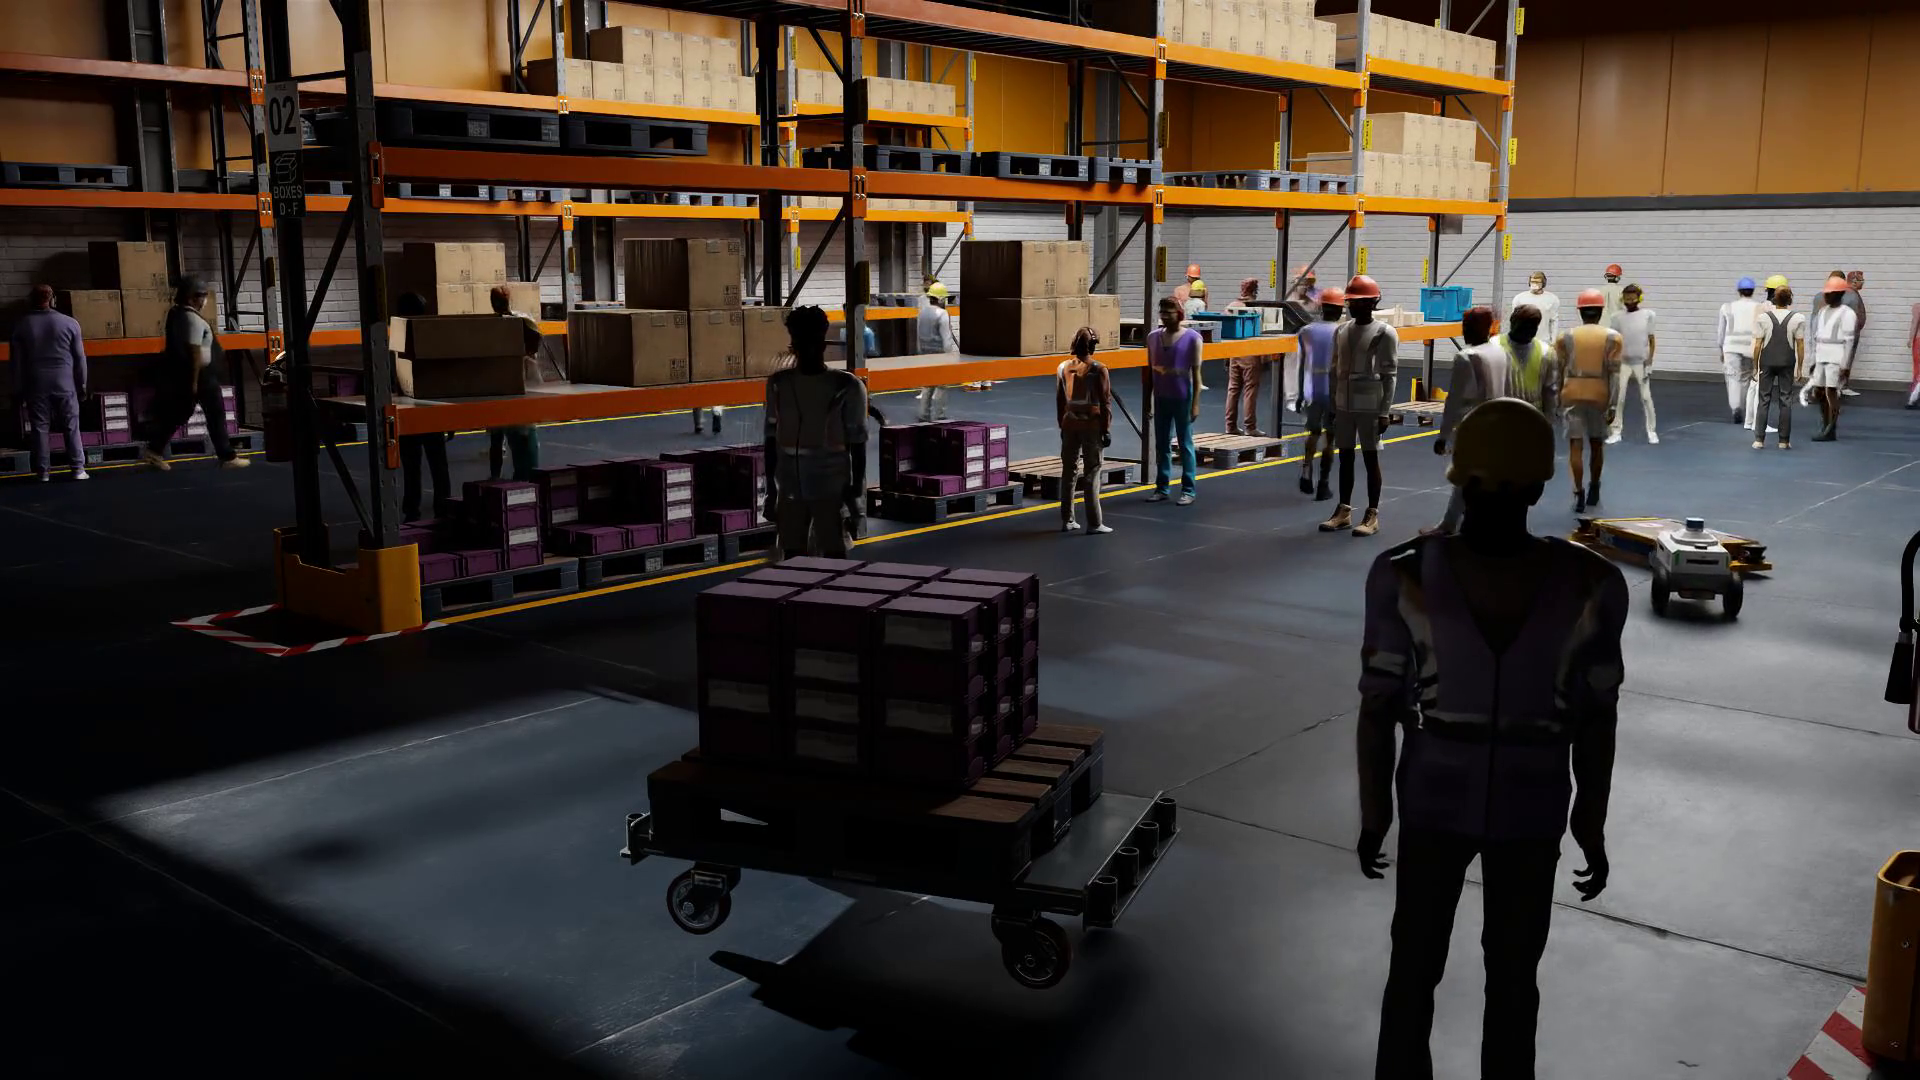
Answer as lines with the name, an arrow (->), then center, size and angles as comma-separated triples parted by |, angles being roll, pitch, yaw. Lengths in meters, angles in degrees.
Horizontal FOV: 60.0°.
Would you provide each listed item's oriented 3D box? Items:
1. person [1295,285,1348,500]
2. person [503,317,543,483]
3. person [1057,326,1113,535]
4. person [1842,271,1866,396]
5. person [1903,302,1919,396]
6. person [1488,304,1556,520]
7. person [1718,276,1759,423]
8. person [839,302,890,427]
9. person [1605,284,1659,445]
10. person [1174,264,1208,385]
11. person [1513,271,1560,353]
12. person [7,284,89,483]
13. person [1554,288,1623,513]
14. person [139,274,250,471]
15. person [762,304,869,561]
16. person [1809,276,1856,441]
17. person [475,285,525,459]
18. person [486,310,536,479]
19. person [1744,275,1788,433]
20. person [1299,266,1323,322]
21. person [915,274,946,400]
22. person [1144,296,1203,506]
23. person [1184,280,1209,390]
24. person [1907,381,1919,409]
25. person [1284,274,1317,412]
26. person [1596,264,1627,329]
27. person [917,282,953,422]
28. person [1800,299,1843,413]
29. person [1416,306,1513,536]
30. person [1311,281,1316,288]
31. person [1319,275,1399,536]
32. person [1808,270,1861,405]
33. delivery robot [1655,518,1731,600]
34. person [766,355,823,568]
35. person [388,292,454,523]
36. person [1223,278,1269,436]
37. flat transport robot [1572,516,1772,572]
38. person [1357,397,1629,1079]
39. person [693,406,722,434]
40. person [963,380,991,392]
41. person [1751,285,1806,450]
person -> 3.283, -1.309, 14.891 | 0.563, 1.920, 0.415 | 6, 12, 33
person -> -3.379, -0.859, 12.893 | 0.448, 1.722, 0.596 | -6, 12, -30
person -> 0.979, -0.860, 13.145 | 0.510, 1.640, 0.308 | 9, 13, 40
person -> 13.685, -3.175, 25.569 | 0.407, 1.906, 0.654 | 2, 10, 10
person -> 14.735, -3.076, 25.405 | 0.527, 1.768, 0.313 | -1, 10, -8
person -> 4.279, -0.906, 12.873 | 0.641, 1.829, 0.465 | -1, 10, -4
person -> 10.150, -2.462, 21.568 | 0.581, 1.897, 0.958 | 3, 10, 16
person -> -1.115, -1.867, 18.773 | 0.532, 1.679, 0.594 | 10, 14, 43
person -> 7.766, -2.017, 19.136 | 0.696, 1.850, 0.514 | 7, 12, 36
person -> 3.811, -3.542, 27.433 | 0.609, 1.986, 0.391 | -3, 10, -15
person -> 7.987, -2.762, 23.131 | 0.628, 1.936, 0.374 | 2, 10, 13
person -> -8.769, -1.500, 16.033 | 0.649, 1.906, 0.401 | -5, 11, -26
person -> 5.424, -1.220, 14.434 | 0.544, 1.899, 0.875 | 3, 11, 18
person -> -7.850, -1.714, 16.864 | 0.677, 2.000, 0.957 | 10, 14, 43
person -> -0.789, -0.269, 8.874 | 0.600, 1.959, 0.384 | 4, 11, 20
person -> 10.178, -2.117, 19.470 | 0.398, 1.937, 0.554 | -2, 10, -10
person -> -4.900, -1.768, 17.711 | 0.898, 1.849, 0.592 | -9, 14, -43
person -> -4.090, -1.226, 15.064 | 0.535, 1.697, 0.322 | -2, 10, -10
person -> 9.933, -2.286, 20.453 | 0.382, 1.923, 0.593 | 1, 10, 7
person -> 5.213, -3.120, 25.035 | 0.629, 1.998, 1.045 | -2, 10, -9
person -> -0.436, -3.018, 24.820 | 0.582, 1.858, 0.421 | 5, 11, 27
person -> 1.887, -1.225, 14.675 | 0.563, 1.837, 0.390 | 8, 13, 40
person -> 3.778, -3.280, 26.628 | 0.315, 1.743, 0.487 | -6, 11, -30
person -> 13.515, -2.621, 22.964 | 0.660, 1.721, 0.594 | 5, 11, 25
person -> 4.674, -2.713, 22.980 | 0.647, 1.892, 0.437 | -3, 10, -17
person -> 10.437, -3.417, 26.694 | 0.610, 1.995, 0.375 | 9, 13, 42
person -> -0.286, -2.296, 20.774 | 0.404, 1.830, 0.600 | -7, 12, -36
person -> 11.943, -2.569, 22.929 | 0.509, 1.615, 0.536 | -3, 10, -15
person -> 3.812, -0.794, 12.239 | 0.590, 1.839, 0.985 | -8, 13, -38
person -> 5.882, -3.607, 28.233 | 0.404, 1.833, 0.591 | -1, 10, -4
person -> 3.133, -1.052, 13.092 | 0.378, 2.044, 0.607 | -8, 13, -40
person -> 12.602, -2.918, 24.017 | 0.635, 1.936, 0.352 | 9, 13, 42
delivery robot -> 4.612, 0.105, 10.470 | 0.477, 0.478, 0.707 | 3, 10, 14
person -> -0.990, -0.391, 10.620 | 0.878, 1.591, 0.526 | -8, 13, -38
person -> -4.190, -0.962, 12.946 | 0.587, 1.915, 0.393 | 2, 10, 12
person -> 3.465, -2.198, 20.040 | 0.401, 1.901, 0.648 | -8, 13, -38
flat transport robot -> 5.114, 0.020, 12.031 | 0.652, 0.197, 1.431 | -2, 10, -11
person -> 1.222, 0.625, 3.879 | 0.590, 1.923, 0.383 | 2, 10, 11
person -> -3.073, -2.154, 20.024 | 0.598, 1.810, 0.667 | -2, 10, -13
person -> 0.292, -3.281, 26.107 | 0.361, 1.932, 0.630 | 7, 12, 34
person -> 9.158, -1.927, 18.634 | 0.513, 1.843, 0.334 | 5, 11, 26
